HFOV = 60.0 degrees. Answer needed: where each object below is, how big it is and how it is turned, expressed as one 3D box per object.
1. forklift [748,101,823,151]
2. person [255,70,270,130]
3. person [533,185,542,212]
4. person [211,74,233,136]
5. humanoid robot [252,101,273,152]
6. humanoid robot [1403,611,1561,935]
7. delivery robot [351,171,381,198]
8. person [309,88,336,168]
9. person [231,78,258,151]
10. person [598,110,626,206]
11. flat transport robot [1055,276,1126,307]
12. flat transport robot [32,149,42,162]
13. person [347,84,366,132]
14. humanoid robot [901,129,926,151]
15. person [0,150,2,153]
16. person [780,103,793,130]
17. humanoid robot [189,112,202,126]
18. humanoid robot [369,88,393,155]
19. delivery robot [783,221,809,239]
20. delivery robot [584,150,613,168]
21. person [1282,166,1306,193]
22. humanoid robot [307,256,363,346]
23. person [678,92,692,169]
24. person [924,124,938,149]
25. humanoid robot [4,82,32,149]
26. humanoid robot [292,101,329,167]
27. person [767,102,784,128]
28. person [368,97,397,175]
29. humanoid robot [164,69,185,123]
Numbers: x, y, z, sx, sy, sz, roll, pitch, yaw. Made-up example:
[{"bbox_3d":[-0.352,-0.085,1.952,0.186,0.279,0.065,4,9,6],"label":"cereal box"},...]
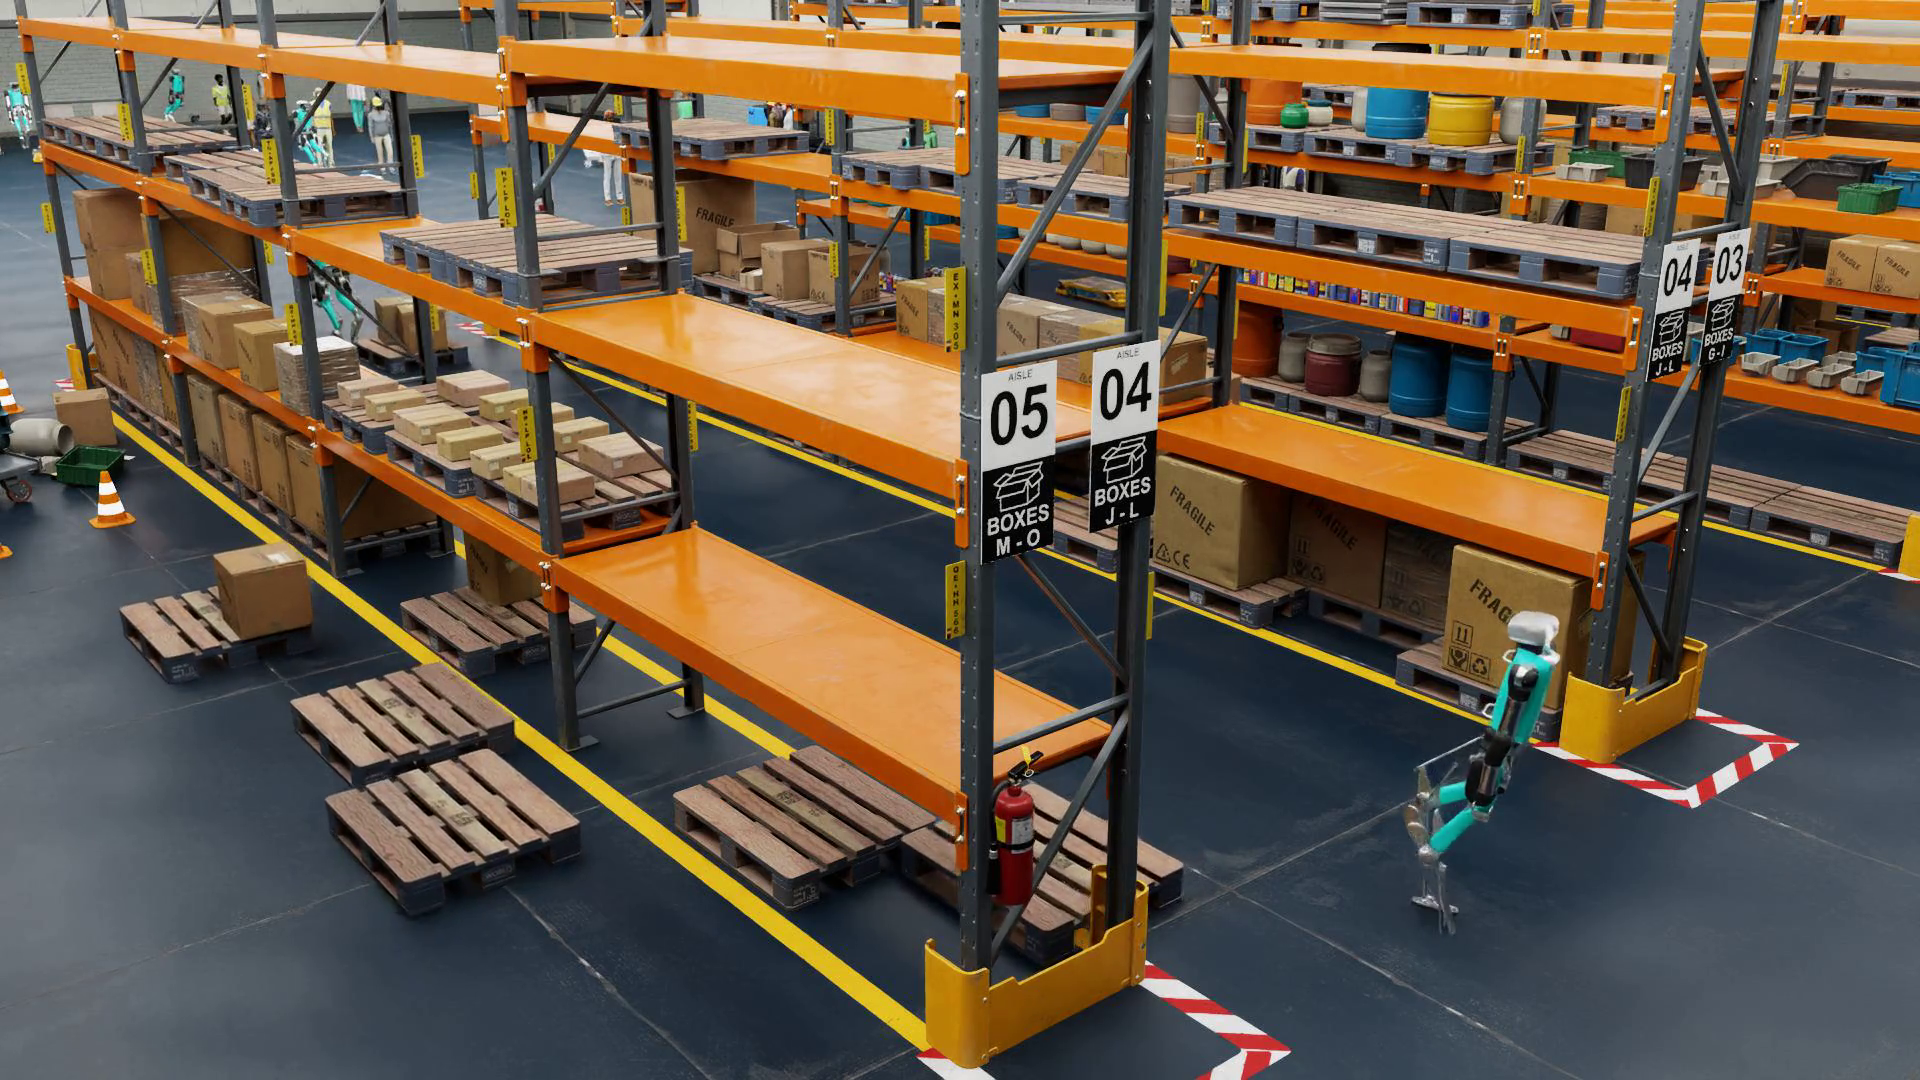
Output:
[{"bbox_3d":[-4.526,-11.368,42.374,1.129,2.768,1.873,-15,24,-37],"label":"forklift"},{"bbox_3d":[-19.939,-12.691,47.633,0.388,1.874,0.511,-3,20,-8],"label":"person"},{"bbox_3d":[-6.449,-4.597,24.523,0.625,1.923,0.967,9,21,23],"label":"person"},{"bbox_3d":[-20.477,-12.080,46.165,0.408,1.681,0.554,13,23,32],"label":"person"},{"bbox_3d":[-15.868,-9.188,38.043,0.738,1.654,0.590,7,21,20],"label":"humanoid robot"},{"bbox_3d":[2.536,1.192,8.430,0.798,1.833,0.549,11,22,28],"label":"humanoid robot"},{"bbox_3d":[-12.267,-7.300,34.279,0.499,0.594,0.778,7,21,20],"label":"delivery robot"},{"bbox_3d":[-14.782,-9.515,38.572,0.517,1.893,0.401,-14,24,-34],"label":"person"},{"bbox_3d":[-18.104,-10.751,42.159,0.788,1.846,0.411,8,21,21],"label":"person"},{"bbox_3d":[-6.965,-7.644,33.277,0.565,1.878,0.352,-14,24,-35],"label":"person"},{"bbox_3d":[2.082,-3.618,24.233,0.659,0.231,1.431,-13,23,-33],"label":"flat transport robot"},{"bbox_3d":[-22.389,-9.450,40.831,0.659,0.231,1.431,-10,22,-26],"label":"flat transport robot"},{"bbox_3d":[-17.062,-12.467,46.999,0.518,1.880,0.696,-2,19,-6],"label":"person"},{"bbox_3d":[-1.036,-6.776,31.028,0.556,1.725,0.994,13,23,32],"label":"humanoid robot"},{"bbox_3d":[-24.555,-10.568,41.440,0.993,1.994,0.600,-6,20,-17],"label":"person"},{"bbox_3d":[-3.706,-8.714,36.309,0.380,1.893,0.579,-3,20,-7],"label":"person"},{"bbox_3d":[-16.043,-8.192,35.124,0.351,1.643,0.609,-2,19,-5],"label":"humanoid robot"},{"bbox_3d":[-14.455,-10.501,41.713,0.607,1.645,0.433,-3,20,-9],"label":"humanoid robot"},{"bbox_3d":[-2.884,-5.044,27.886,0.812,0.611,0.499,-16,25,-38],"label":"delivery robot"},{"bbox_3d":[-8.522,-9.118,39.466,0.783,0.601,0.499,-5,20,-13],"label":"delivery robot"},{"bbox_3d":[5.482,-5.554,27.391,0.392,1.833,0.564,-5,20,-14],"label":"person"},{"bbox_3d":[-7.629,-3.019,20.317,0.546,1.730,1.011,-18,26,-41],"label":"humanoid robot"},{"bbox_3d":[-6.284,-9.578,38.729,0.538,1.916,0.975,0,19,-1],"label":"person"},{"bbox_3d":[-0.615,-7.544,33.200,0.464,1.731,0.327,18,26,42],"label":"person"},{"bbox_3d":[-23.811,-10.700,42.178,0.535,1.728,1.004,-13,23,-32],"label":"humanoid robot"},{"bbox_3d":[-14.279,-8.806,36.842,1.008,1.776,0.530,12,23,31],"label":"humanoid robot"},{"bbox_3d":[-4.133,-9.044,37.417,0.398,1.764,0.545,6,20,18],"label":"person"},{"bbox_3d":[-13.102,-9.141,37.727,0.541,1.730,0.779,-11,22,-28],"label":"person"},{"bbox_3d":[-22.368,-12.434,47.099,0.883,1.767,0.589,6,20,17],"label":"humanoid robot"}]
